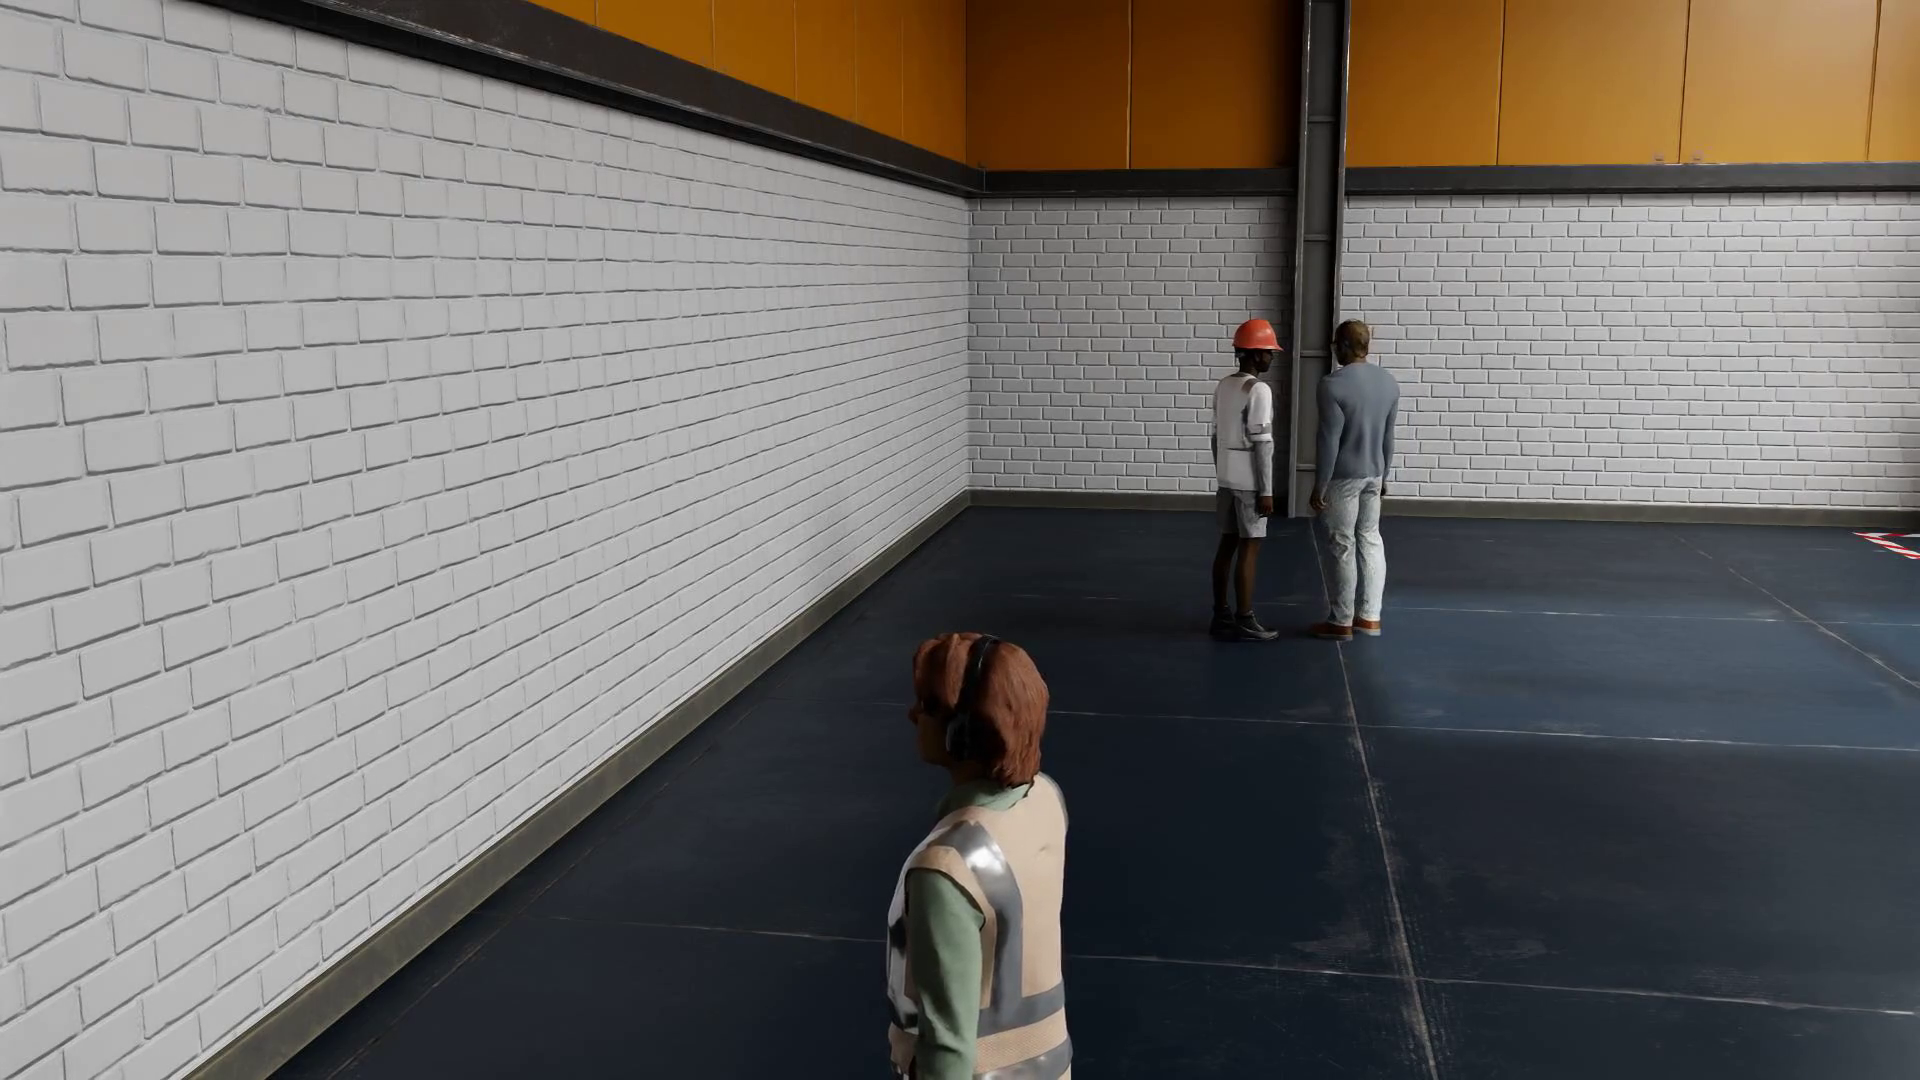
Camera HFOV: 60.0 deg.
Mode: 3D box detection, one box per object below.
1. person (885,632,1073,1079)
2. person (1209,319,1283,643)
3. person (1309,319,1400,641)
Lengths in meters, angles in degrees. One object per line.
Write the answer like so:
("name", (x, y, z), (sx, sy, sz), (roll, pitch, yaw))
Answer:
("person", (0.036, 0.957, 2.777), (0.309, 1.645, 0.515), (3, 10, 19))
("person", (1.734, -0.356, 10.010), (0.377, 1.936, 0.549), (-3, 10, -21))
("person", (2.365, -0.361, 10.041), (0.635, 1.936, 0.355), (-6, 11, -33))
